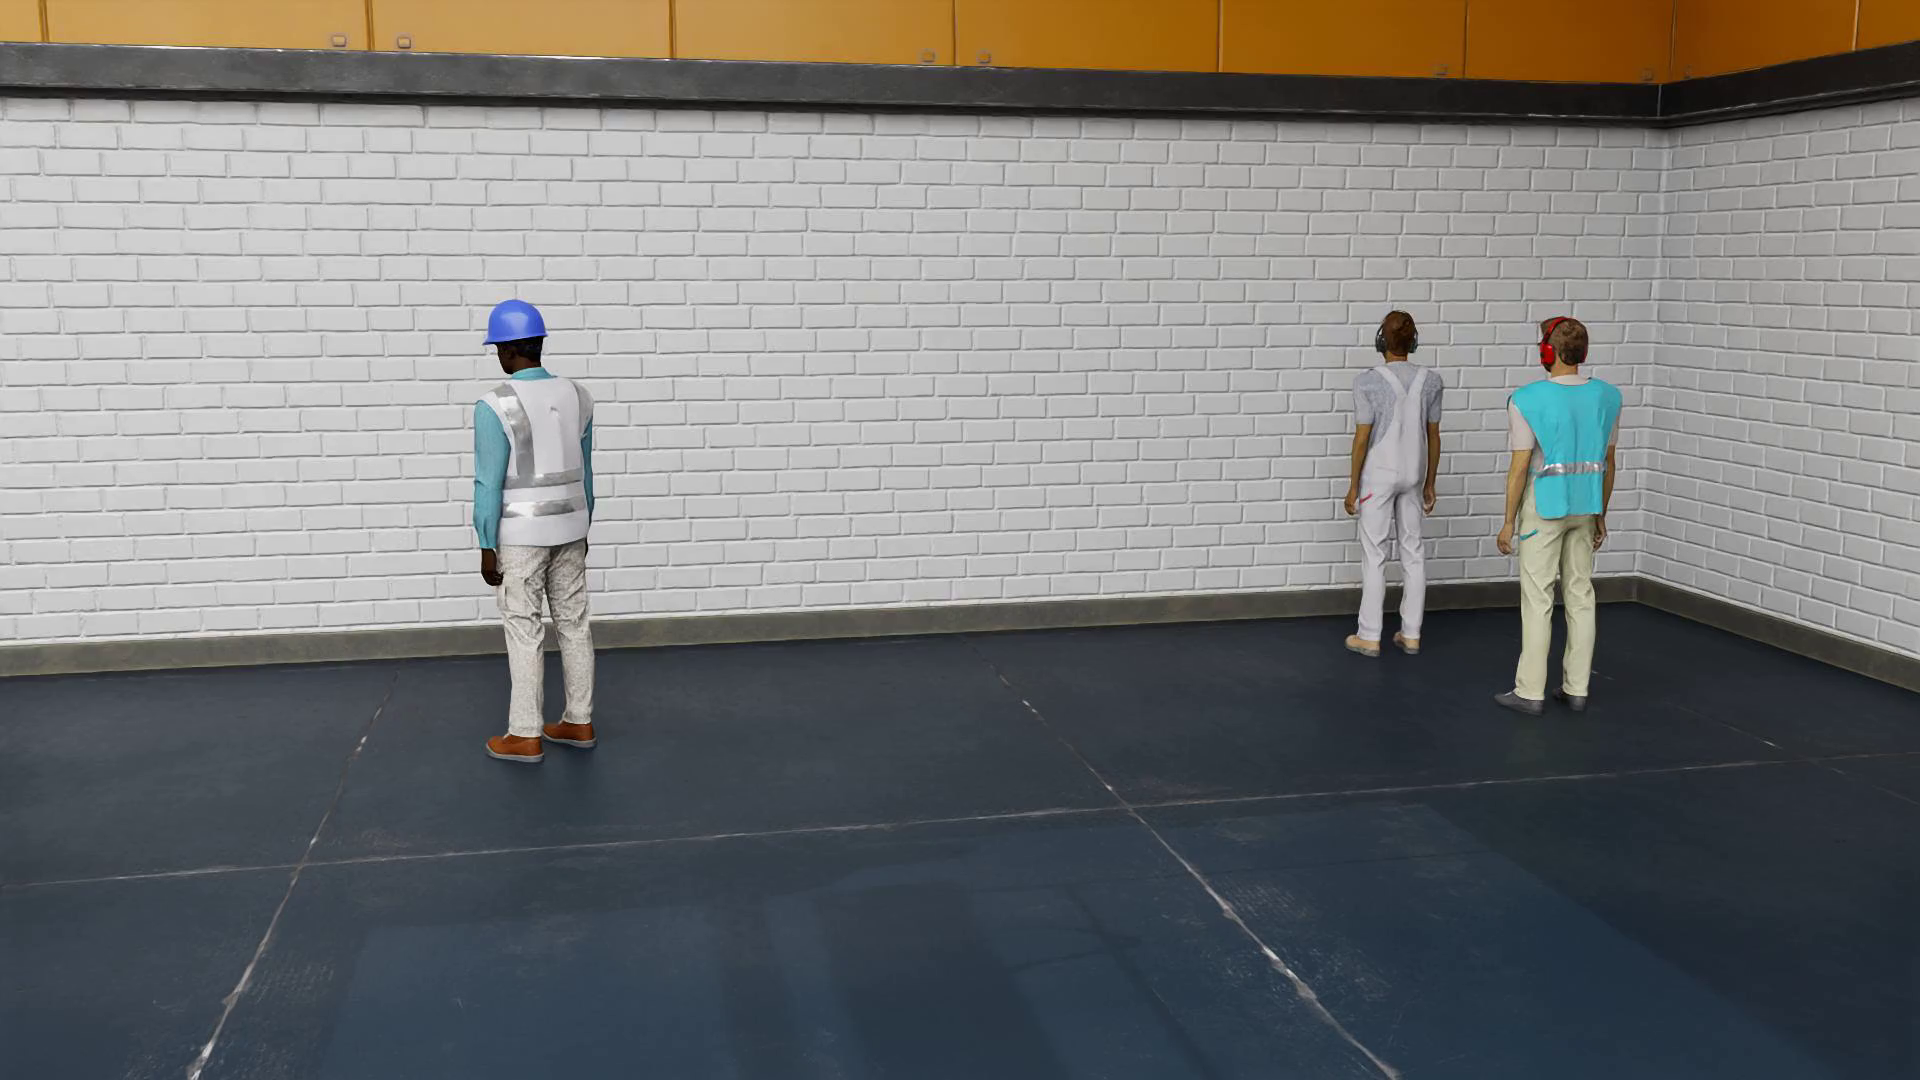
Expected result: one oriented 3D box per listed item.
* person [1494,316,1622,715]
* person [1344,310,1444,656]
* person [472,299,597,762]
[{"bbox_3d":[2.768,-0.106,7.701,0.566,1.849,0.389,-3,10,-16],"label":"person"},{"bbox_3d":[2.306,-0.297,8.881,0.513,1.845,0.335,-2,10,-12],"label":"person"},{"bbox_3d":[-1.795,-0.035,7.012,0.416,1.939,0.604,7,11,35],"label":"person"}]
